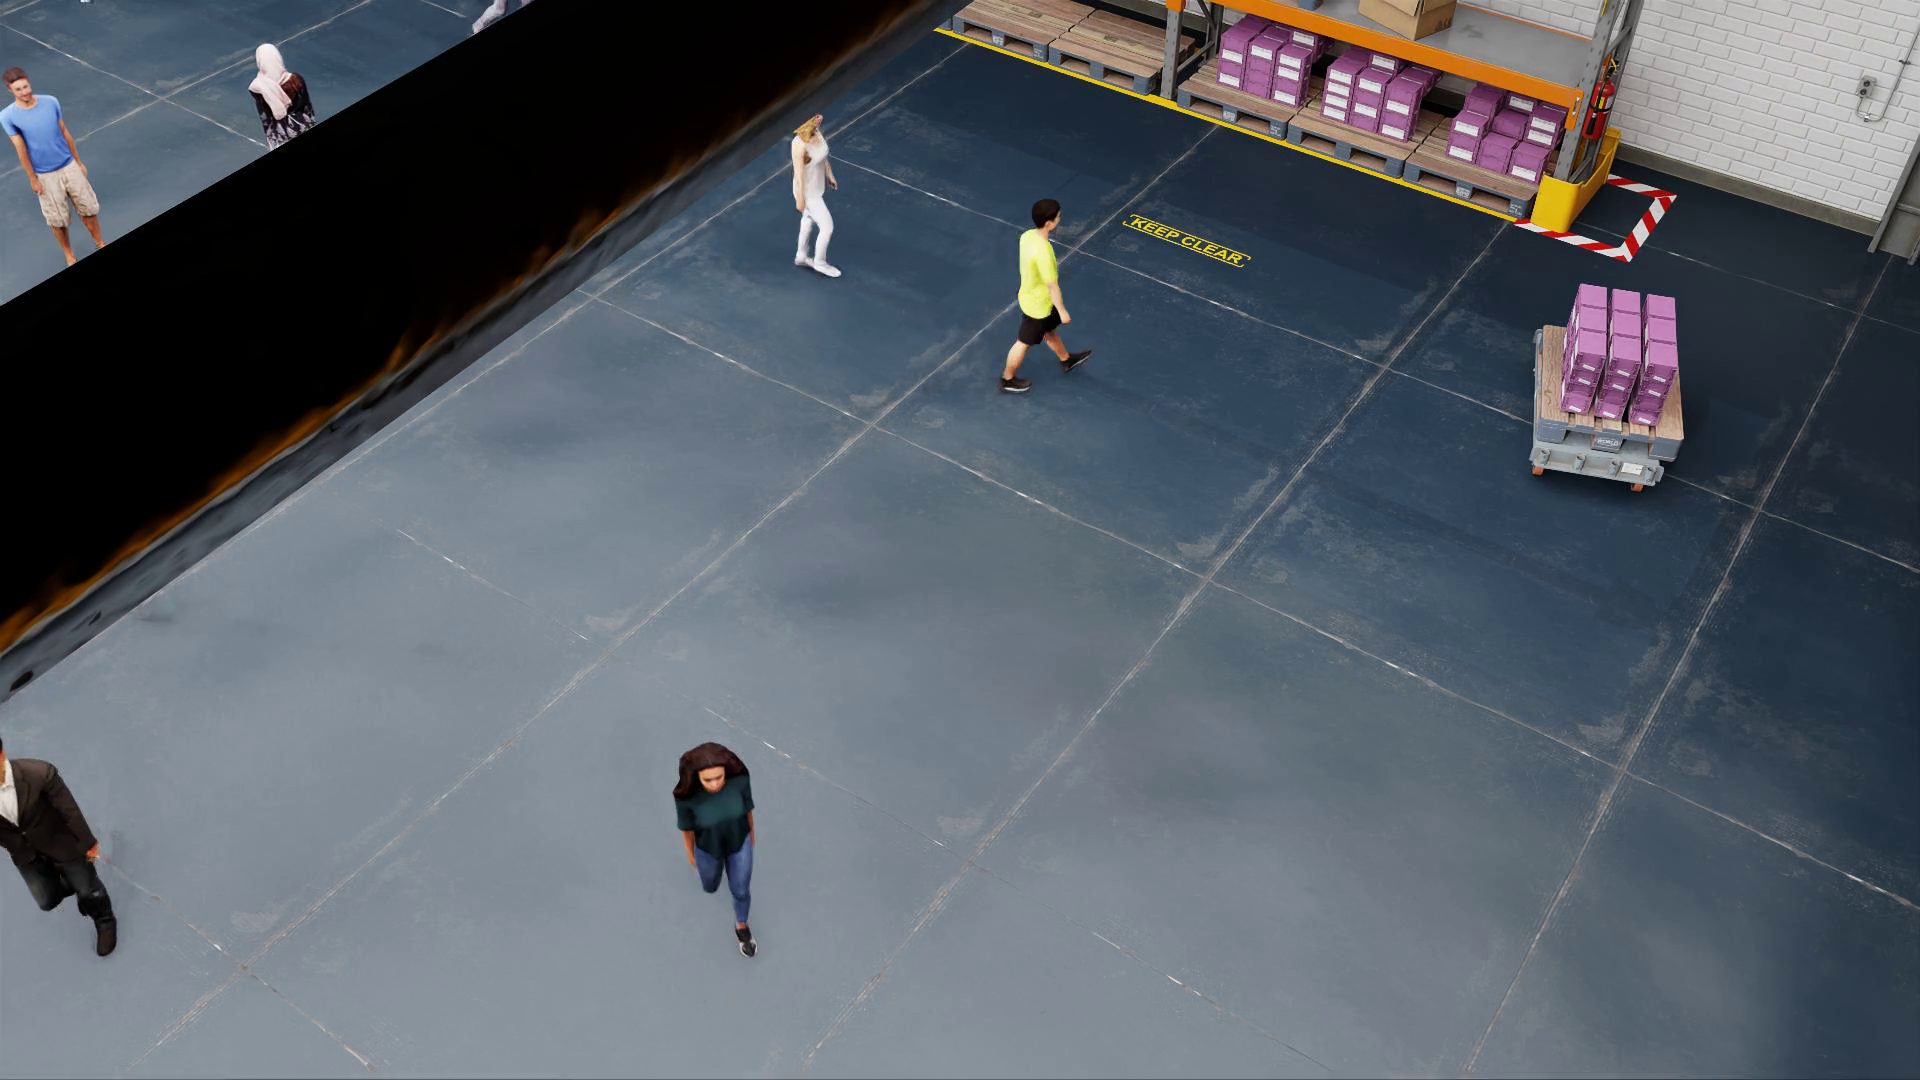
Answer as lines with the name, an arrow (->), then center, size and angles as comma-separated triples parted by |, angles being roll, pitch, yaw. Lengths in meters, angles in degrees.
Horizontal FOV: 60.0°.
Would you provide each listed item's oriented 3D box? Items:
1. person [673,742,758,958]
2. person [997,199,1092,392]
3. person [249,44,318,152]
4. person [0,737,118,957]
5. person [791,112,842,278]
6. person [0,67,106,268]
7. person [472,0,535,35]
person -> -1.345, 1.630, 9.252 | 0.874, 1.602, 1.009 | -16, 46, -17
person -> 0.519, -1.828, 12.835 | 1.114, 1.666, 1.077 | -9, 44, -9
person -> -5.927, -3.637, 14.755 | 0.715, 1.638, 0.732 | -26, 49, -24
person -> -5.016, 1.585, 9.164 | 0.878, 1.789, 0.935 | -10, 44, -10
person -> -1.344, -2.993, 14.069 | 0.804, 1.652, 0.743 | 5, 44, 6
person -> -7.672, -3.151, 14.082 | 0.591, 1.862, 0.678 | 33, 53, 30
person -> -4.663, -5.778, 16.810 | 1.203, 1.903, 0.775 | 18, 47, 18
